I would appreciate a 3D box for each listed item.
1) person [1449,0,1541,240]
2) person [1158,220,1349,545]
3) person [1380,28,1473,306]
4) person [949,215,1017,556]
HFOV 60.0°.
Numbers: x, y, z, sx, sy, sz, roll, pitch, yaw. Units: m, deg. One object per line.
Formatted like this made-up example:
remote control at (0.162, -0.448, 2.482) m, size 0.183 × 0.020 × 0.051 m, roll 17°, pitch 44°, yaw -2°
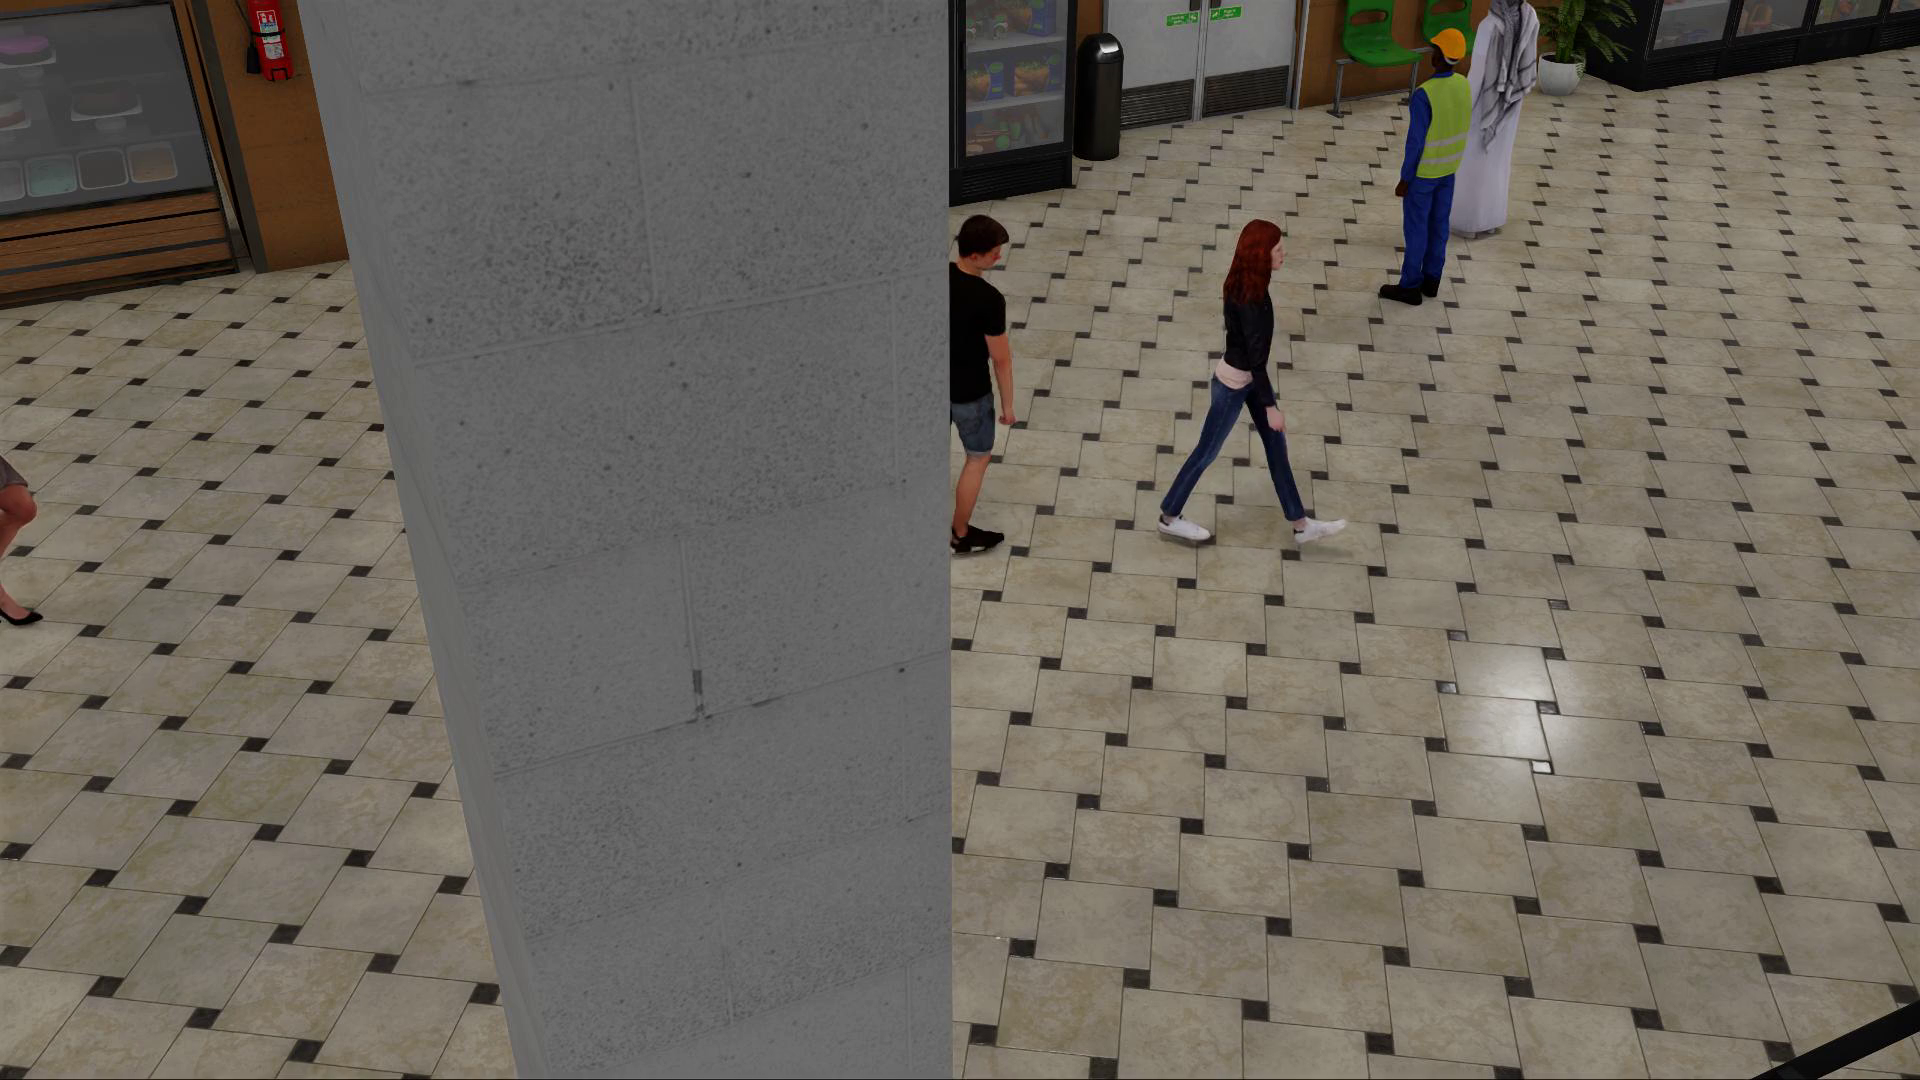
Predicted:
person at (3.818, -3.118, 11.902) m, size 0.678 × 1.926 × 0.609 m, roll -14°, pitch 34°, yaw -21°
person at (1.283, -0.707, 8.208) m, size 1.166 × 1.735 × 1.105 m, roll 11°, pitch 34°, yaw 17°
person at (3.092, -2.441, 10.922) m, size 0.688 × 1.813 × 0.623 m, roll -19°, pitch 37°, yaw -28°
person at (-0.029, -0.718, 8.151) m, size 0.776 × 1.814 × 0.884 m, roll 11°, pitch 33°, yaw 16°
